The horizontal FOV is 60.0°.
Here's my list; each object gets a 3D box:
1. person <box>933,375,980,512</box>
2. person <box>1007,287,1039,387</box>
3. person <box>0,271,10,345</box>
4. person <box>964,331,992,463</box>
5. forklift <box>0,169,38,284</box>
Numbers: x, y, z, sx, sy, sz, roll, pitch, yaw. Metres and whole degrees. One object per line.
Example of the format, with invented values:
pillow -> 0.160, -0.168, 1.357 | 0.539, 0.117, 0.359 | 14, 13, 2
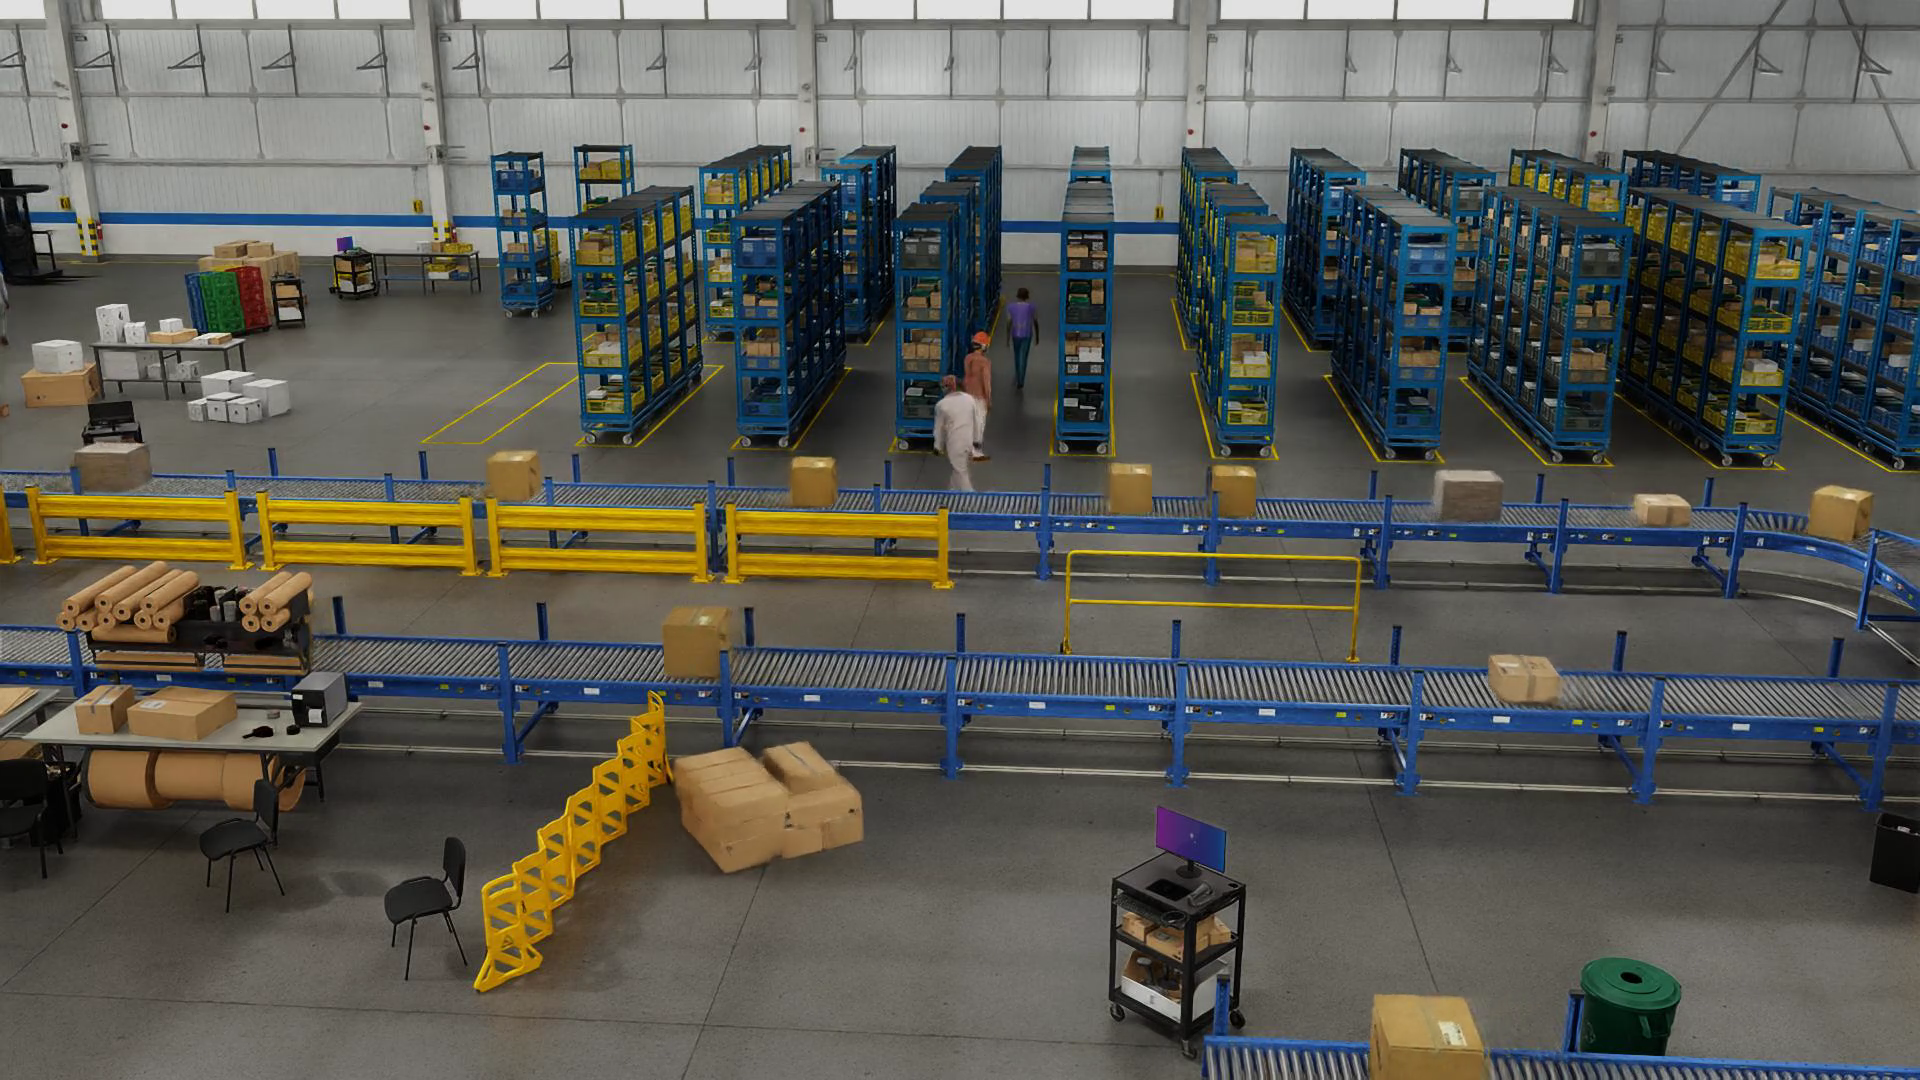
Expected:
person -> -0.090, -1.343, 22.782 | 0.675, 1.857, 0.880 | -16, 23, -41
person -> 1.147, -3.728, 30.461 | 0.583, 1.793, 0.996 | 3, 18, 8
person -> -19.785, -4.901, 33.963 | 0.637, 1.915, 0.766 | -8, 19, -25
person -> 0.283, -2.178, 25.247 | 0.446, 1.980, 0.623 | -11, 21, -32
forklift -> -24.168, -7.932, 42.013 | 1.873, 2.768, 1.129 | 1, 18, 4
